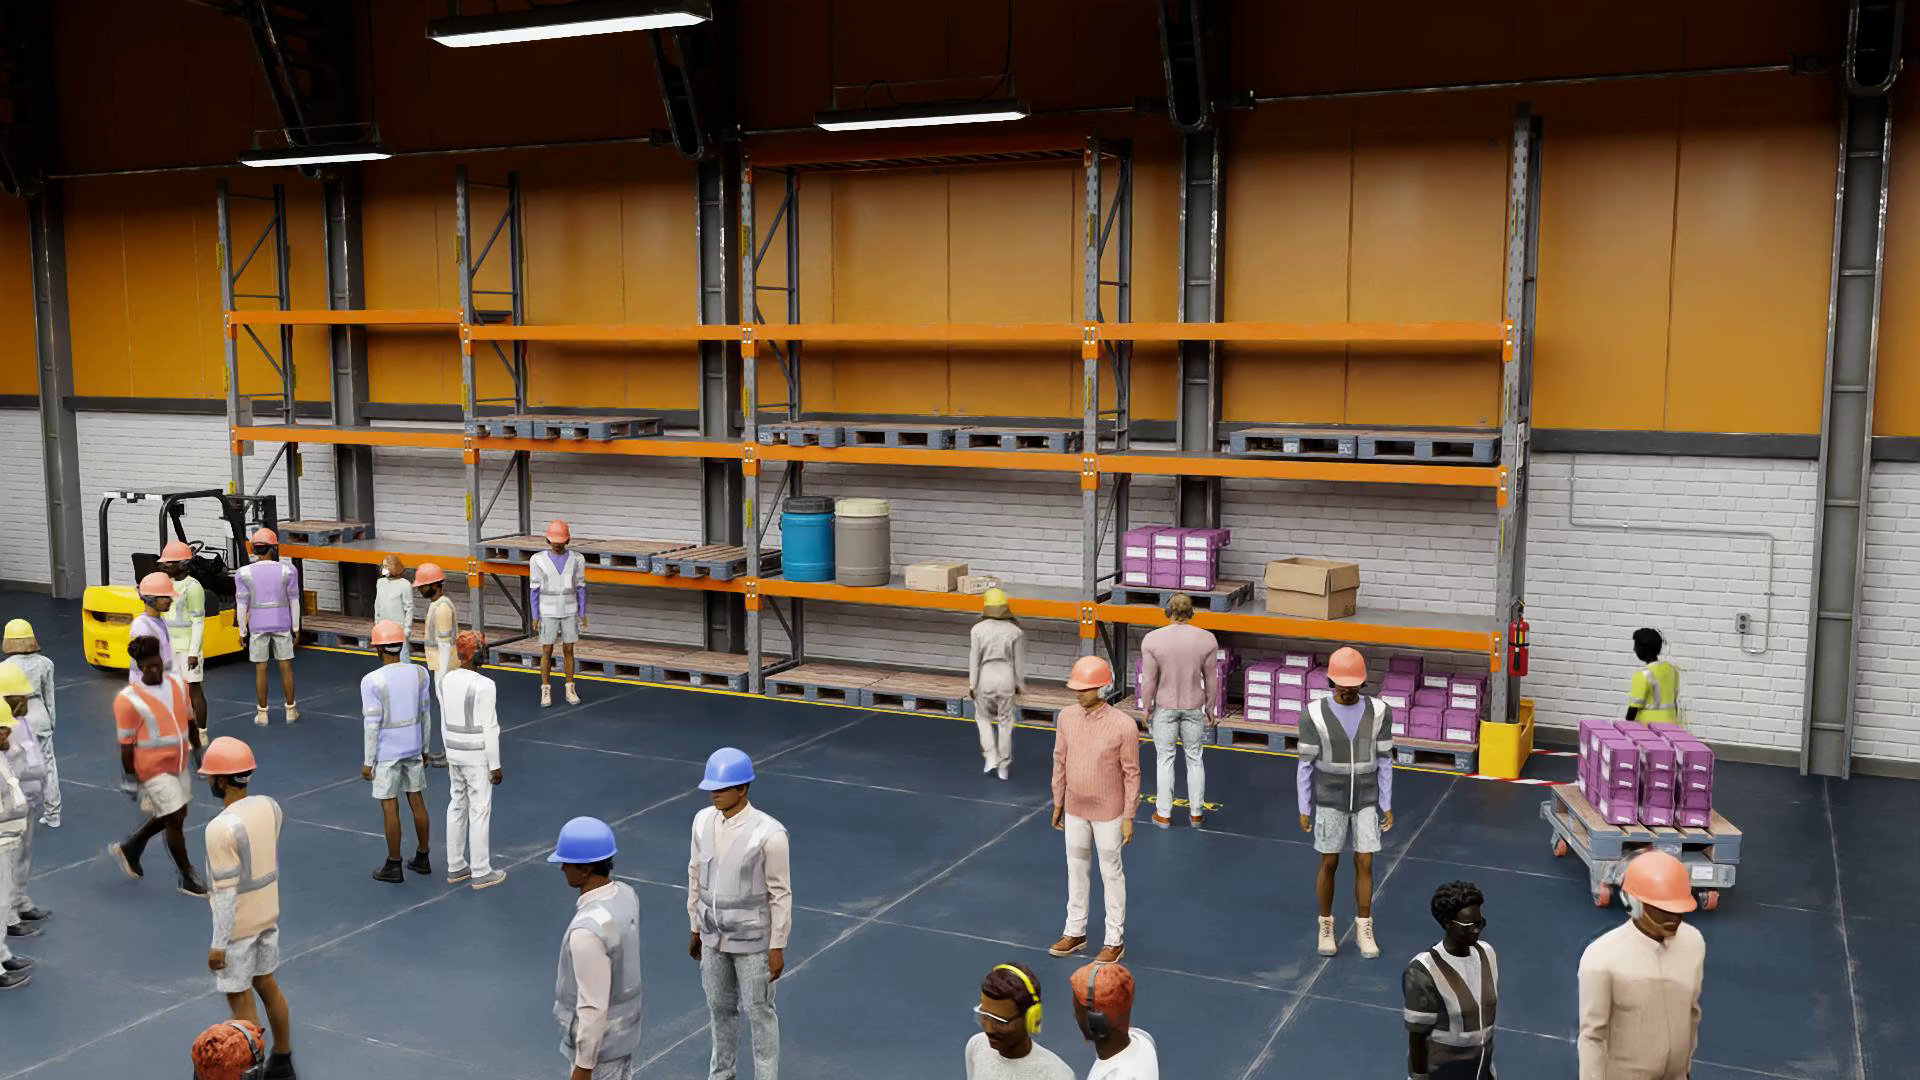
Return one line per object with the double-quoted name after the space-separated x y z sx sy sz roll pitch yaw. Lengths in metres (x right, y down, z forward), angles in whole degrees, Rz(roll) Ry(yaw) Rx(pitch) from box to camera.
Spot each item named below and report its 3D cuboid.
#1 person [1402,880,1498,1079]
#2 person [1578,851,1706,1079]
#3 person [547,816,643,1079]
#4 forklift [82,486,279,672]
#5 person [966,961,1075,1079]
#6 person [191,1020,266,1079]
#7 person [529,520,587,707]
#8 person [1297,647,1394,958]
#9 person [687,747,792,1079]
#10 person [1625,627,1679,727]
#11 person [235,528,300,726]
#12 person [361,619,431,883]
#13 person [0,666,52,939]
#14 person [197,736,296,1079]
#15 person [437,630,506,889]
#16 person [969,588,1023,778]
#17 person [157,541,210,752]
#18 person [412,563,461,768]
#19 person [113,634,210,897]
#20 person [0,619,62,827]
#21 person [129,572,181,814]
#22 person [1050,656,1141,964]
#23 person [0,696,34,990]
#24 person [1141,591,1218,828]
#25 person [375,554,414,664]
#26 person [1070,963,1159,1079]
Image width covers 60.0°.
2.106 2.281 7.122 0.539 1.696 0.317 -5 8 -35 "person"
2.757 2.202 6.641 0.648 1.966 0.670 -2 7 -19 "person"
-1.568 2.147 7.201 0.397 1.943 0.617 0 7 3 "person"
-9.426 0.454 20.179 1.214 2.155 2.313 3 8 26 "forklift"
0.181 2.362 5.785 0.331 1.863 0.508 -7 9 -43 "person"
-2.263 2.424 5.207 0.583 1.879 0.361 3 7 22 "person"
-4.345 0.792 18.045 0.605 2.033 0.392 -3 8 -24 "person"
2.486 1.685 10.718 0.612 2.028 0.409 0 7 0 "person"
-1.134 1.999 8.419 0.618 1.945 0.394 4 8 32 "person"
5.519 1.531 13.465 0.542 1.649 0.857 -5 9 -38 "person"
-7.133 0.896 17.167 0.606 2.039 0.395 -3 8 -25 "person"
-4.164 1.543 12.242 0.377 1.932 0.552 5 9 38 "person"
-6.320 1.742 11.124 0.403 1.820 0.622 -1 7 -11 "person"
-3.753 1.975 8.666 0.373 1.935 0.551 1 7 8 "person"
-3.562 1.591 12.111 0.568 1.878 0.351 5 9 37 "person"
0.324 1.296 15.063 0.497 1.728 0.360 -1 7 -6 "person"
-7.517 1.025 16.077 0.608 2.044 0.370 6 9 41 "person"
-4.855 1.164 15.469 0.420 1.920 0.543 -3 7 -22 "person"
-5.740 1.593 11.853 0.811 1.928 0.663 2 7 16 "person"
-7.551 1.498 13.443 0.338 1.733 0.480 3 8 26 "person"
-6.752 1.282 14.006 0.423 2.035 0.614 -2 7 -12 "person"
0.843 1.713 10.600 0.622 1.990 0.396 5 9 36 "person"
-5.933 1.848 10.200 0.403 1.818 0.605 -3 8 -24 "person"
1.783 1.382 13.558 0.635 1.937 0.352 0 7 -4 "person"
-6.212 0.966 18.240 0.500 1.633 0.282 3 7 23 "person"
0.521 2.357 5.719 0.353 1.886 0.572 2 7 14 "person"
